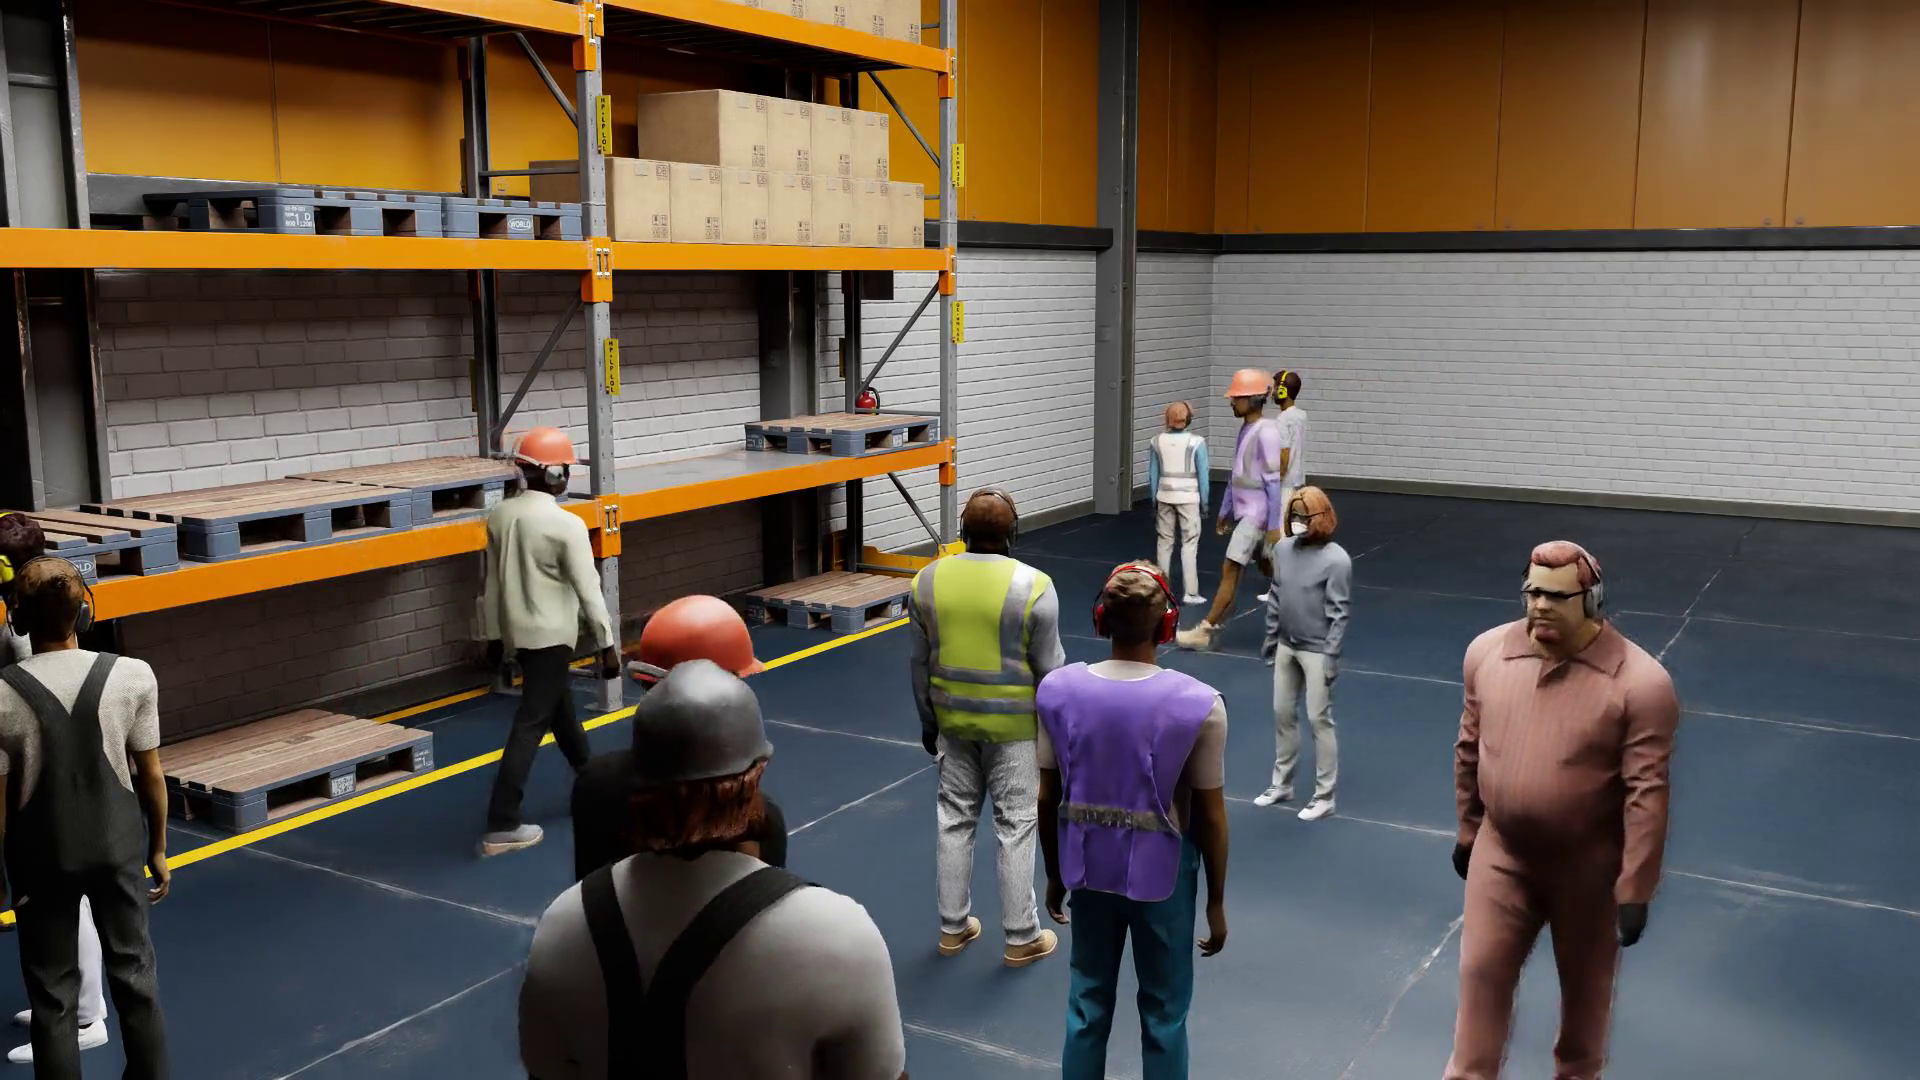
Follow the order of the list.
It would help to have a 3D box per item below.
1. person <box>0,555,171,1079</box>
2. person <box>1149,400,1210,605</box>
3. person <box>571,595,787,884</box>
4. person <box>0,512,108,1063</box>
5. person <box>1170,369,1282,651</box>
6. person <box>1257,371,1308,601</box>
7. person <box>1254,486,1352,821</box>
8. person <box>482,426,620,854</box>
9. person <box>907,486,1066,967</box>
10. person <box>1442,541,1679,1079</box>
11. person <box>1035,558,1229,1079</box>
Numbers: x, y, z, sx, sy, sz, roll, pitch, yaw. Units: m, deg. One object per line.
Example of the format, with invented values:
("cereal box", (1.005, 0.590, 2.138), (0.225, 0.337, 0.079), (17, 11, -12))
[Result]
("person", (-2.589, 0.955, 4.871), (0.507, 1.846, 0.345), (-7, 11, -37))
("person", (1.759, -0.299, 13.340), (0.519, 1.640, 0.310), (6, 11, 34))
("person", (-0.658, 1.101, 3.623), (0.626, 1.961, 0.904), (6, 11, 32))
("person", (-3.116, 0.826, 5.621), (0.333, 1.864, 0.520), (-4, 10, -21))
("person", (2.009, -0.199, 11.635), (1.071, 1.986, 0.637), (-1, 9, -4))
("person", (2.618, -0.430, 13.437), (0.315, 1.869, 0.534), (5, 11, 30))
("person", (1.682, 0.545, 8.113), (0.292, 1.629, 0.510), (-6, 11, -32))
("person", (-1.879, 0.437, 7.802), (0.655, 1.934, 1.030), (7, 12, 38))
("person", (0.123, 0.712, 6.385), (0.633, 1.846, 0.429), (5, 10, 26))
("person", (1.670, 0.944, 4.836), (0.679, 1.868, 0.905), (8, 12, 40))
("person", (0.482, 0.978, 4.708), (0.567, 1.849, 0.386), (4, 10, 26))
